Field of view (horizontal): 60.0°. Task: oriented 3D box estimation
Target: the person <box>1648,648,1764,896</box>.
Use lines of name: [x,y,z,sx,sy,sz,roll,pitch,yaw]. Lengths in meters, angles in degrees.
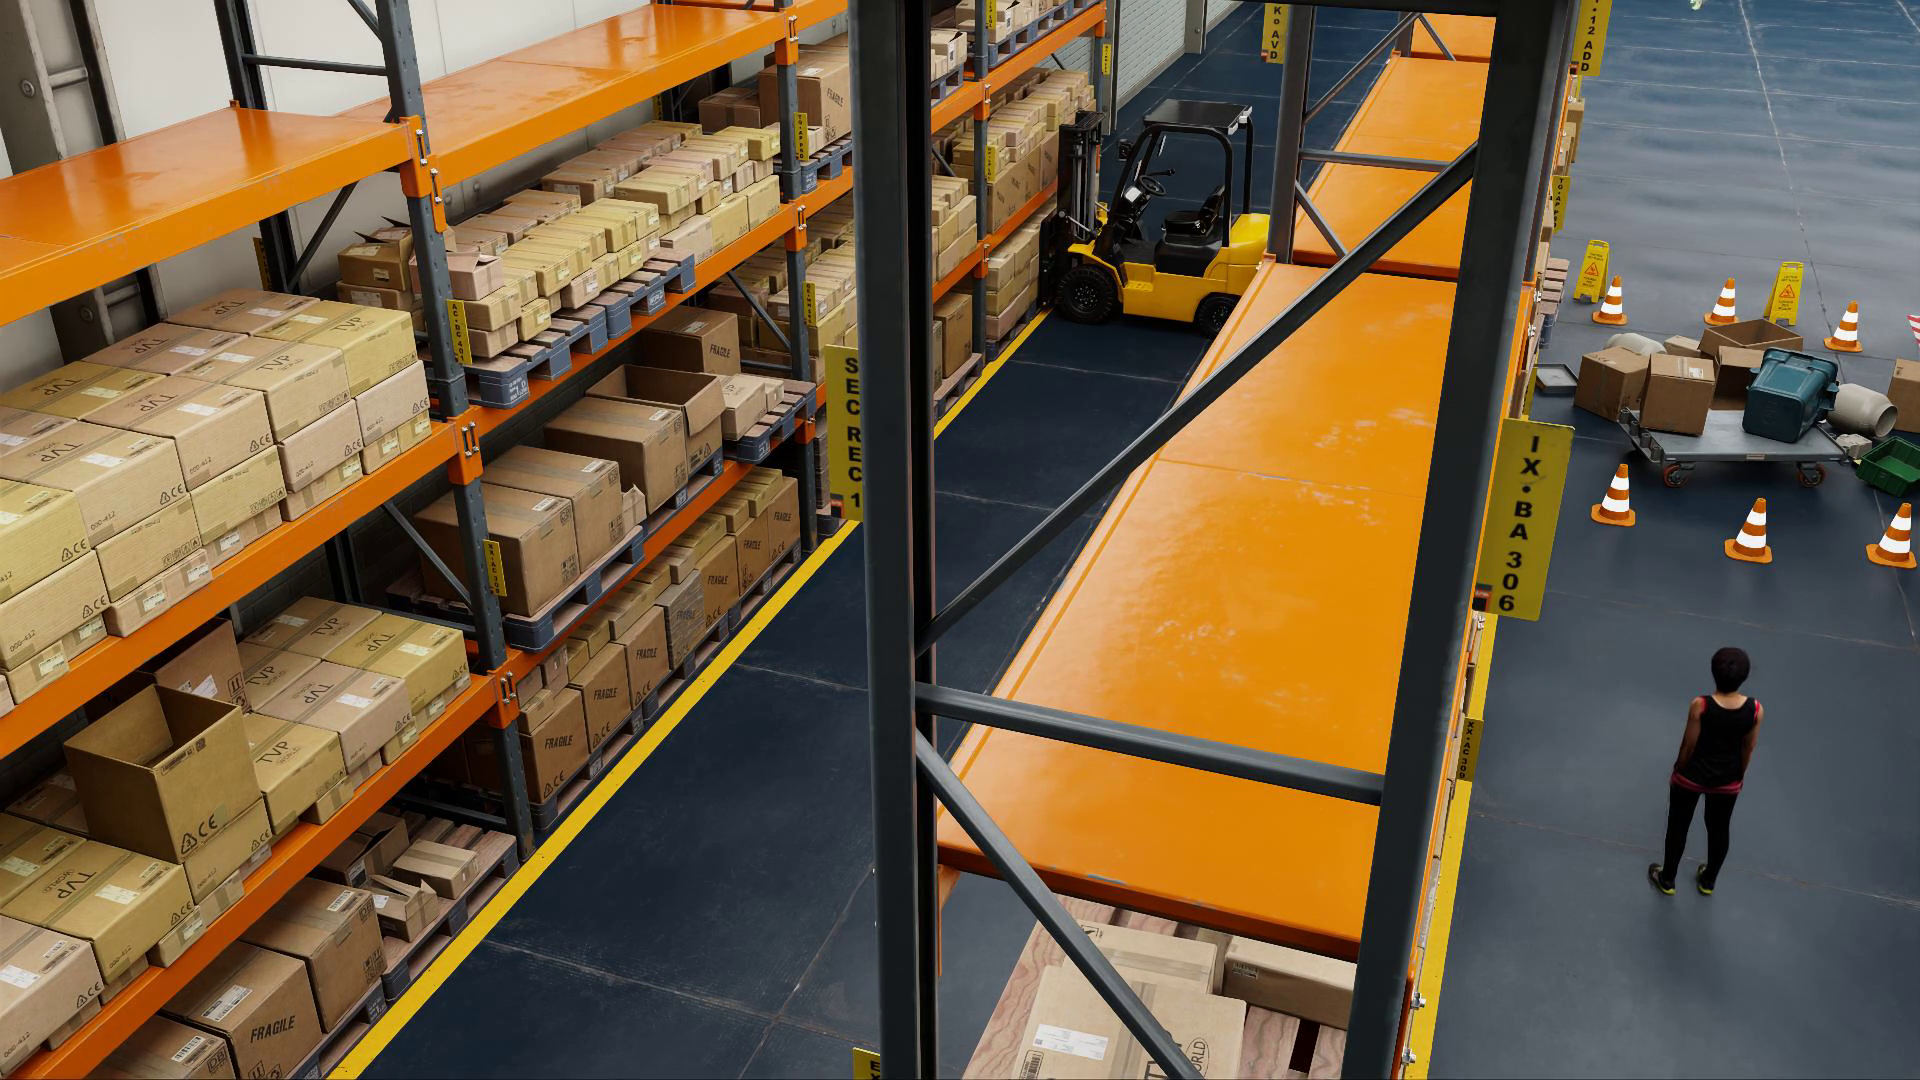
person: [4.113,1.273,9.128,0.581,1.550,0.566,3,28,6]
